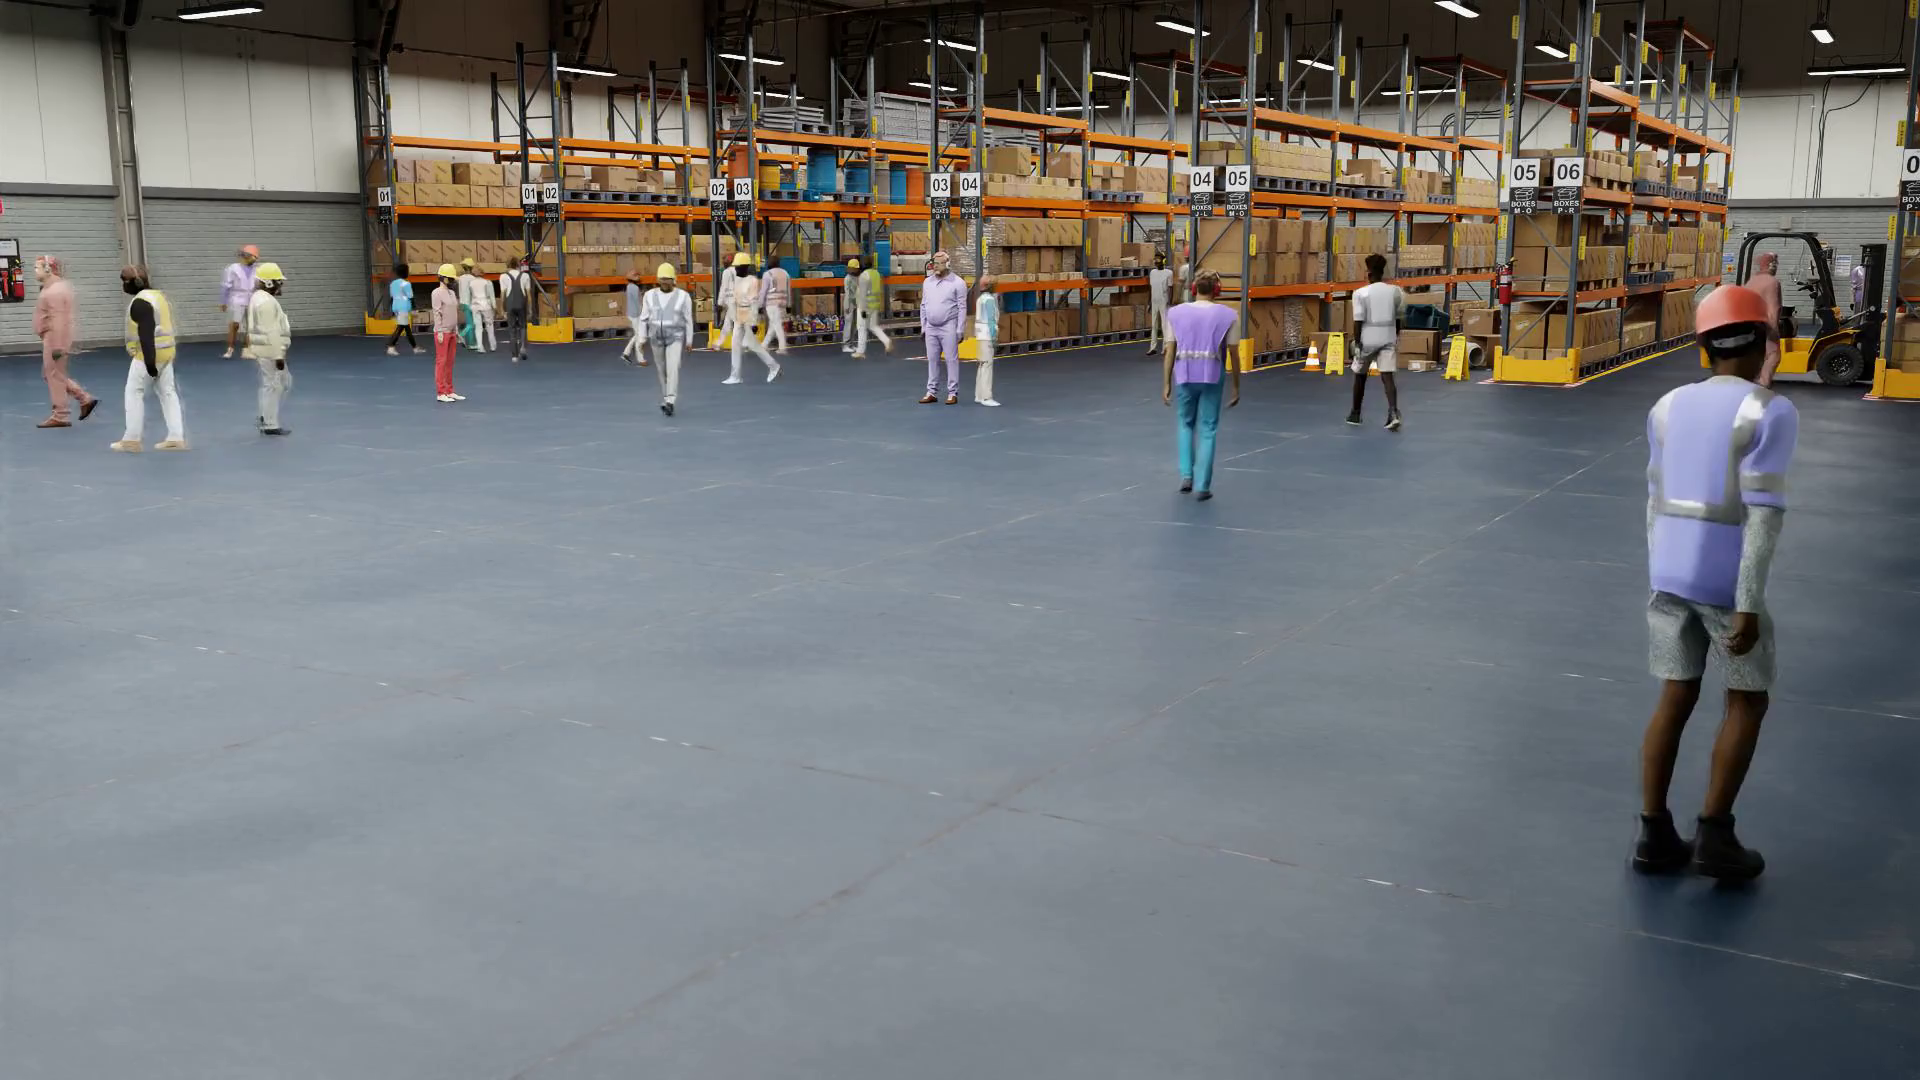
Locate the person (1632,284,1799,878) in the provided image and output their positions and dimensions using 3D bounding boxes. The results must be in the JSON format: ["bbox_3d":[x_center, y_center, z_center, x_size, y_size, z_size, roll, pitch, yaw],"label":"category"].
[{"bbox_3d":[2.402,0.134,5.349,0.562,1.890,0.561,-5,11,-28],"label":"person"}]

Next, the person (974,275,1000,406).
[{"bbox_3d":[0.330,-2.486,20.816,0.319,1.620,0.582,-2,10,-12],"label":"person"}]

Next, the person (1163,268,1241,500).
[{"bbox_3d":[1.933,-1.238,13.225,0.597,1.823,0.580,3,11,17],"label":"person"}]

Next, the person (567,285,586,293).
[{"bbox_3d":[-8.968,-5.686,38.421,0.521,1.726,0.893,5,11,26],"label":"person"}]

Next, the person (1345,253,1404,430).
[{"bbox_3d":[4.570,-2.170,18.205,0.607,1.923,1.007,-1,10,-7],"label":"person"}]

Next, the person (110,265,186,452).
[{"bbox_3d":[-7.990,-1.761,16.223,0.787,1.800,0.631,-1,10,-5],"label":"person"}]

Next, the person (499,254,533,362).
[{"bbox_3d":[-7.582,-3.952,28.414,0.550,1.828,0.412,-4,11,-22],"label":"person"}]

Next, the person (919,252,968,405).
[{"bbox_3d":[-0.234,-2.661,20.967,0.638,1.911,0.402,6,12,29],"label":"person"}]

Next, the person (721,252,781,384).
[{"bbox_3d":[-3.037,-3.206,24.055,0.852,1.902,0.593,-7,12,-36],"label":"person"}]

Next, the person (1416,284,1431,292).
[{"bbox_3d":[11.388,-6.262,41.206,0.619,1.880,0.800,7,12,35],"label":"person"}]

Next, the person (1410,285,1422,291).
[{"bbox_3d":[11.098,-6.152,40.671,0.483,1.847,0.546,-2,10,-13],"label":"person"}]

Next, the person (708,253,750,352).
[{"bbox_3d":[-4.338,-4.425,31.016,0.953,1.832,0.718,3,11,16],"label":"person"}]

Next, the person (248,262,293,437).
[{"bbox_3d":[-7.173,-1.973,17.351,0.426,1.818,0.625,-6,12,-29],"label":"person"}]

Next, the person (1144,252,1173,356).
[{"bbox_3d":[3.589,-4.241,29.921,0.518,1.874,0.330,8,13,39],"label":"person"}]

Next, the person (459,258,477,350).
[{"bbox_3d":[-9.327,-4.463,31.496,0.536,1.747,0.536,8,13,36],"label":"person"}]

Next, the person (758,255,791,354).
[{"bbox_3d":[-3.478,-4.308,30.493,0.927,1.794,0.654,7,12,35],"label":"person"}]

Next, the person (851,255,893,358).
[{"bbox_3d":[-1.578,-4.122,29.393,0.716,1.826,0.632,6,12,29],"label":"person"}]

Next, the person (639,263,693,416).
[{"bbox_3d":[-3.483,-2.360,19.614,0.603,1.783,0.904,1,10,7],"label":"person"}]

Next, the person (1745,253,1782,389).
[{"bbox_3d":[10.259,-2.700,21.216,0.422,1.896,0.700,-1,10,-4],"label":"person"}]

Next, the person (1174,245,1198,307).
[{"bbox_3d":[4.264,-4.374,30.384,0.645,1.995,0.686,-5,11,-26],"label":"person"}]

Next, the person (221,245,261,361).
[{"bbox_3d":[-12.434,-4.102,28.812,0.521,1.990,0.734,8,13,39],"label":"person"}]

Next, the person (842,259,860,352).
[{"bbox_3d":[-2.004,-4.373,31.051,0.352,1.731,0.484,3,11,18],"label":"person"}]

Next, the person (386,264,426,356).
[{"bbox_3d":[-10.043,-4.140,29.966,0.541,1.651,0.869,8,13,39],"label":"person"}]

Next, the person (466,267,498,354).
[{"bbox_3d":[-8.810,-4.249,30.744,0.579,1.583,0.800,0,10,-2],"label":"person"}]

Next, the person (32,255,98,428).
[{"bbox_3d":[-9.938,-2.185,18.326,0.515,1.894,0.663,-4,11,-24],"label":"person"}]

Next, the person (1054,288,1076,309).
[{"bbox_3d":[2.855,-7.086,45.842,1.009,1.891,0.548,-7,12,-33],"label":"person"}]

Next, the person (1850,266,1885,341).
[{"bbox_3d":[17.214,-4.557,31.565,0.588,1.918,0.397,1,10,7],"label":"person"}]

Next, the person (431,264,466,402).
[{"bbox_3d":[-6.573,-2.655,21.355,0.325,1.760,0.523,2,10,9],"label":"person"}]

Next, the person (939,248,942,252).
[{"bbox_3d":[-0.547,-6.878,44.578,0.547,1.917,0.694,5,11,25],"label":"person"}]

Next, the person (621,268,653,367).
[{"bbox_3d":[-5.300,-3.652,27.304,0.427,1.628,0.521,-4,11,-23],"label":"person"}]

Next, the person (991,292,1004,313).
[{"bbox_3d":[0.635,-5.211,35.215,0.773,1.914,0.662,-9,14,-42],"label":"person"}]

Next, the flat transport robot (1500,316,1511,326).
[{"bbox_3d":[13.446,-5.354,40.634,0.652,0.197,1.431,-2,10,-13],"label":"flat transport robot"}]
